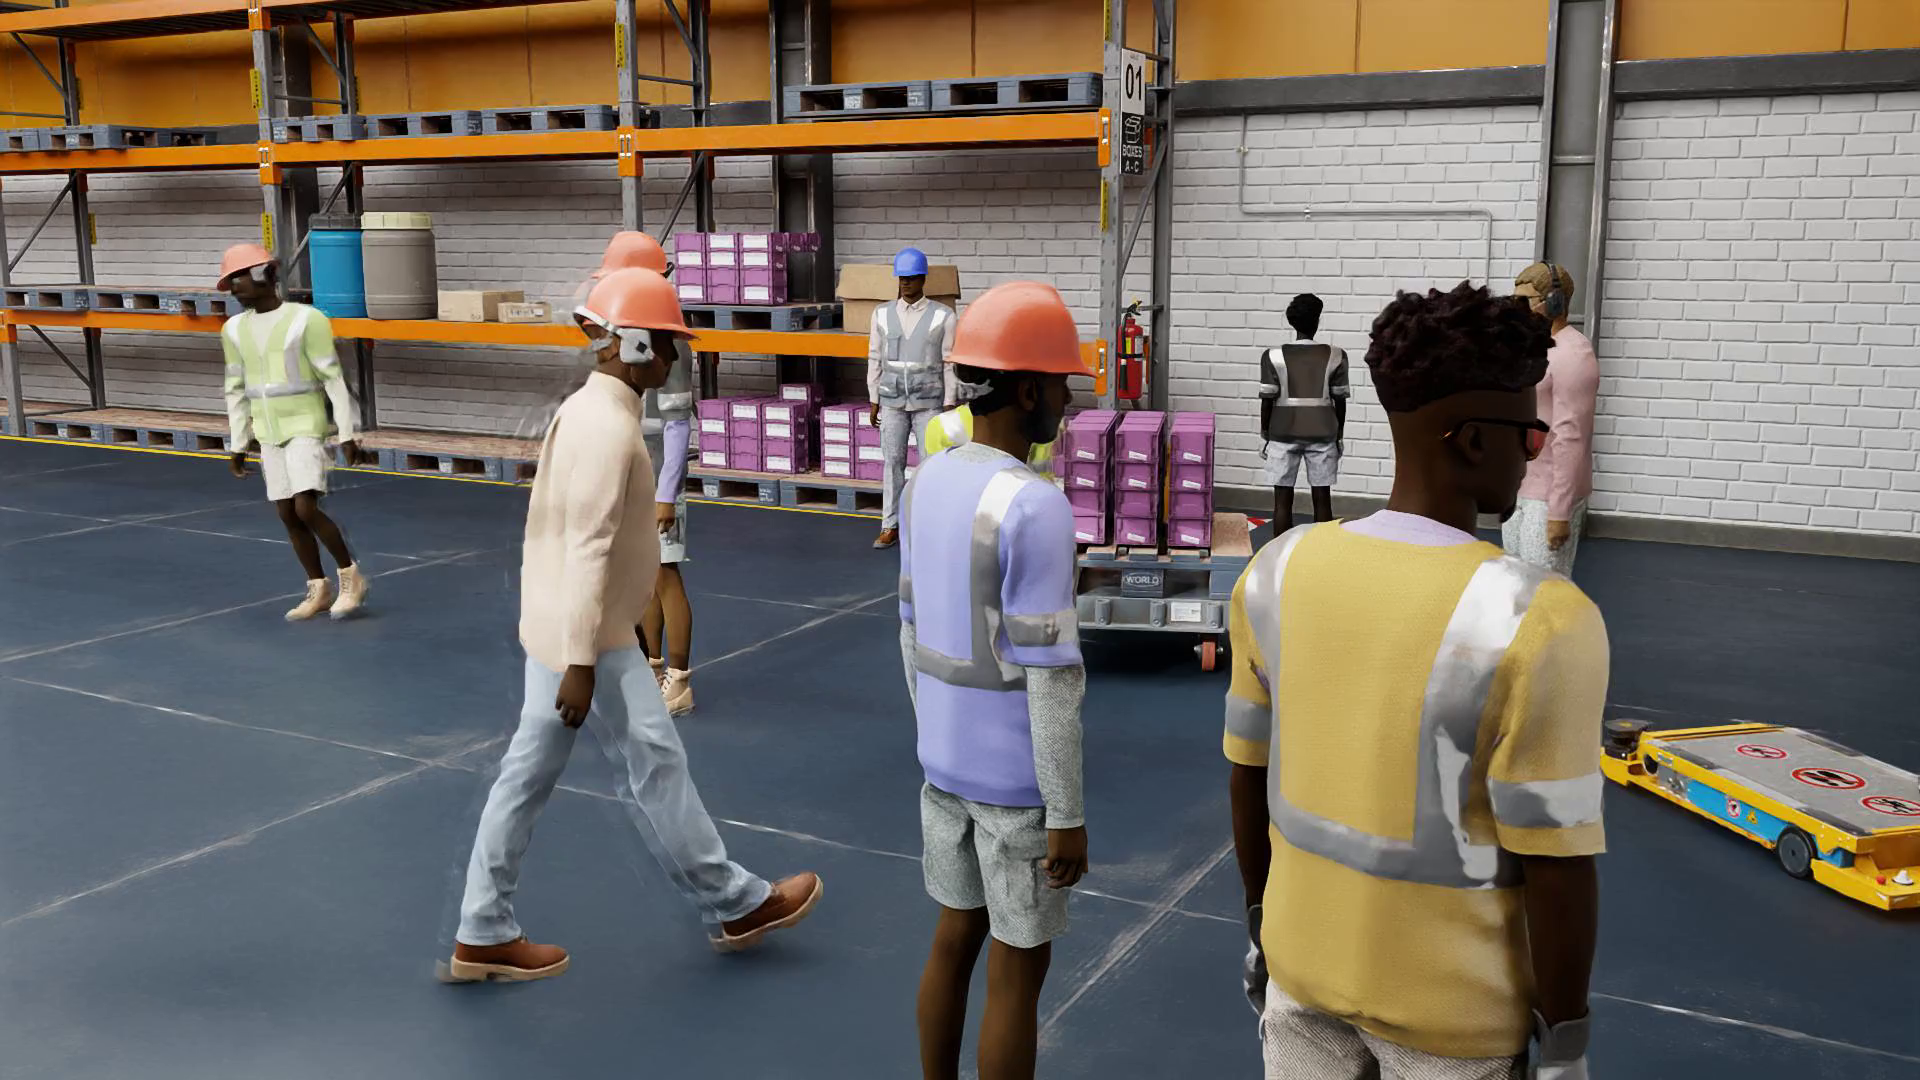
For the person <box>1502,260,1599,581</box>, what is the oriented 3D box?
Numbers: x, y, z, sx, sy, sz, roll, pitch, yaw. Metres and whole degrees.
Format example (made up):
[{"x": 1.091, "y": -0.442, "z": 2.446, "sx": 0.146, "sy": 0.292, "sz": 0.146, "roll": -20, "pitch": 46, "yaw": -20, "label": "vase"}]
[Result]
[{"x": 2.377, "y": -0.165, "z": 6.789, "sx": 0.365, "sy": 1.932, "sz": 0.629, "roll": 0, "pitch": 10, "yaw": 1, "label": "person"}]

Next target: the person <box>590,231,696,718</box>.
[{"x": -1.331, "y": -0.257, "z": 6.977, "sx": 0.370, "sy": 2.044, "sz": 0.608, "roll": -7, "pitch": 12, "yaw": -34, "label": "person"}]

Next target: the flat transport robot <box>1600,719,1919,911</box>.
[{"x": 2.865, "y": 0.873, "z": 5.638, "sx": 0.652, "sy": 0.197, "sz": 1.431, "roll": -3, "pitch": 11, "yaw": -14, "label": "flat transport robot"}]

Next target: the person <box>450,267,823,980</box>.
[{"x": -0.906, "y": 0.238, "z": 4.535, "sx": 1.071, "sy": 1.924, "sz": 0.624, "roll": -4, "pitch": 11, "yaw": -22, "label": "person"}]

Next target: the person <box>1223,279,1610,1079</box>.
[{"x": 0.644, "y": 0.617, "z": 2.397, "sx": 0.365, "sy": 1.963, "sz": 0.610, "roll": -8, "pitch": 13, "yaw": -36, "label": "person"}]

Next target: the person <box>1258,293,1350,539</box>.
[{"x": 2.007, "y": -0.593, "z": 9.759, "sx": 0.537, "sy": 1.698, "sz": 0.320, "roll": 1, "pitch": 10, "yaw": 3, "label": "person"}]

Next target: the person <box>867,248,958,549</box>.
[{"x": -0.309, "y": -0.901, "z": 10.767, "sx": 0.602, "sy": 1.948, "sz": 0.387, "roll": 2, "pitch": 11, "yaw": 12, "label": "person"}]

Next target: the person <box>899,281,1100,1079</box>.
[{"x": 0.101, "y": 0.450, "z": 3.392, "sx": 0.364, "sy": 1.934, "sz": 0.552, "roll": -6, "pitch": 12, "yaw": -30, "label": "person"}]

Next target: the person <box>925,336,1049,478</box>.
[{"x": 0.119, "y": 0.026, "z": 6.369, "sx": 0.535, "sy": 1.685, "sz": 0.462, "roll": -5, "pitch": 11, "yaw": -25, "label": "person"}]

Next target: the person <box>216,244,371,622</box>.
[{"x": -3.511, "y": -0.543, "z": 8.719, "sx": 0.731, "sy": 1.988, "sz": 0.410, "roll": 3, "pitch": 11, "yaw": 18, "label": "person"}]
